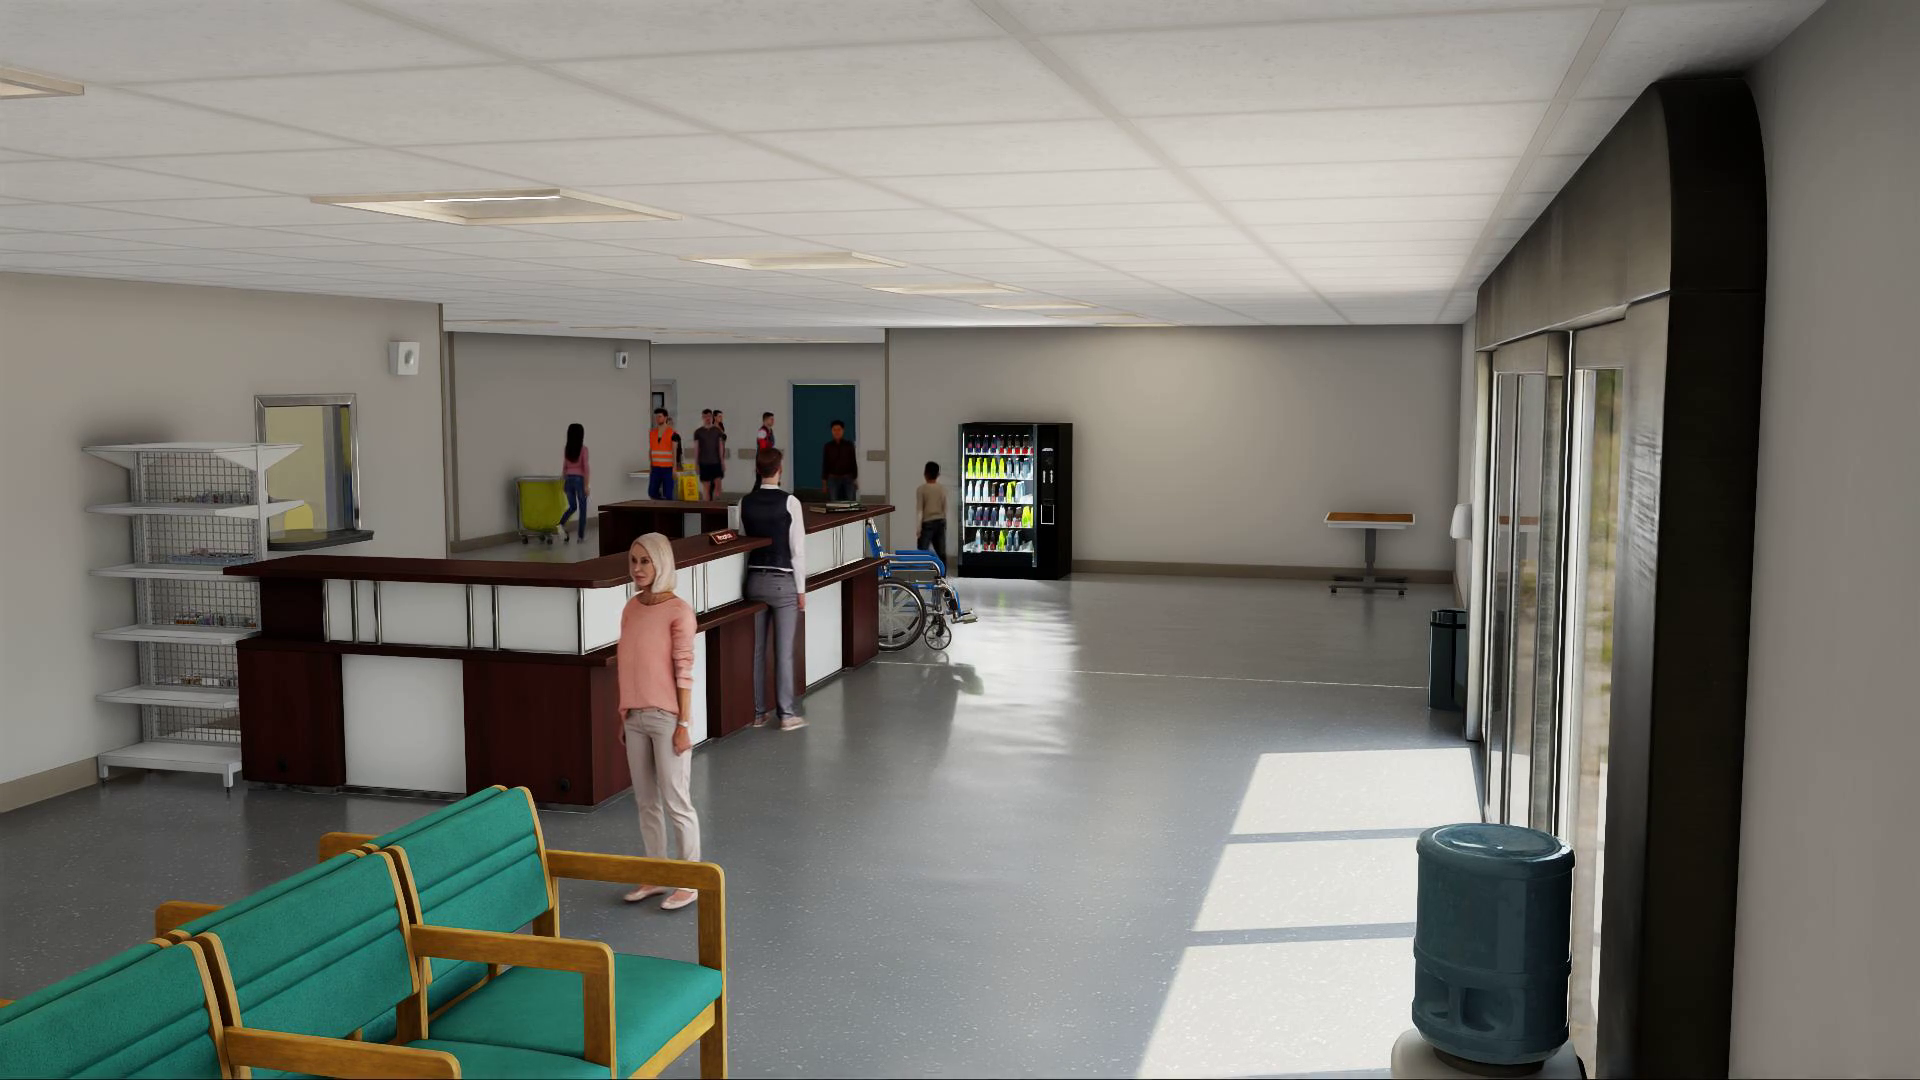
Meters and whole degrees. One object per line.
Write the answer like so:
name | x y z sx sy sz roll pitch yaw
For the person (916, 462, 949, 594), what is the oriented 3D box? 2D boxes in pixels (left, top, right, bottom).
person | -0.278 -0.116 18.267 0.926 1.440 0.939 -2 6 -23

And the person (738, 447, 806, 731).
person | -1.301 0.322 11.442 0.521 1.935 0.722 2 6 20

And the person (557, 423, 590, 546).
person | -5.460 -0.774 23.385 0.814 1.726 0.664 2 6 20

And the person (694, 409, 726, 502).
person | -4.151 -1.243 27.466 0.805 1.842 0.885 -2 6 -19

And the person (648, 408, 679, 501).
person | -4.636 -1.135 26.239 0.613 1.872 0.727 2 6 16

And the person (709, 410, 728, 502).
person | -4.424 -1.472 30.107 0.581 1.769 0.630 1 6 7

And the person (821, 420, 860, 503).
person | -1.706 -0.817 23.595 0.728 1.768 0.843 -1 6 -6

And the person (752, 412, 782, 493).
person | -3.448 -1.315 28.759 0.983 1.727 0.694 2 6 19

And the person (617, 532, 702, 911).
person | -1.373 0.815 7.603 0.574 1.723 0.719 4 7 35

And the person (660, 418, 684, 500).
person | -5.083 -1.292 28.999 0.960 1.633 1.119 -5 7 -40
